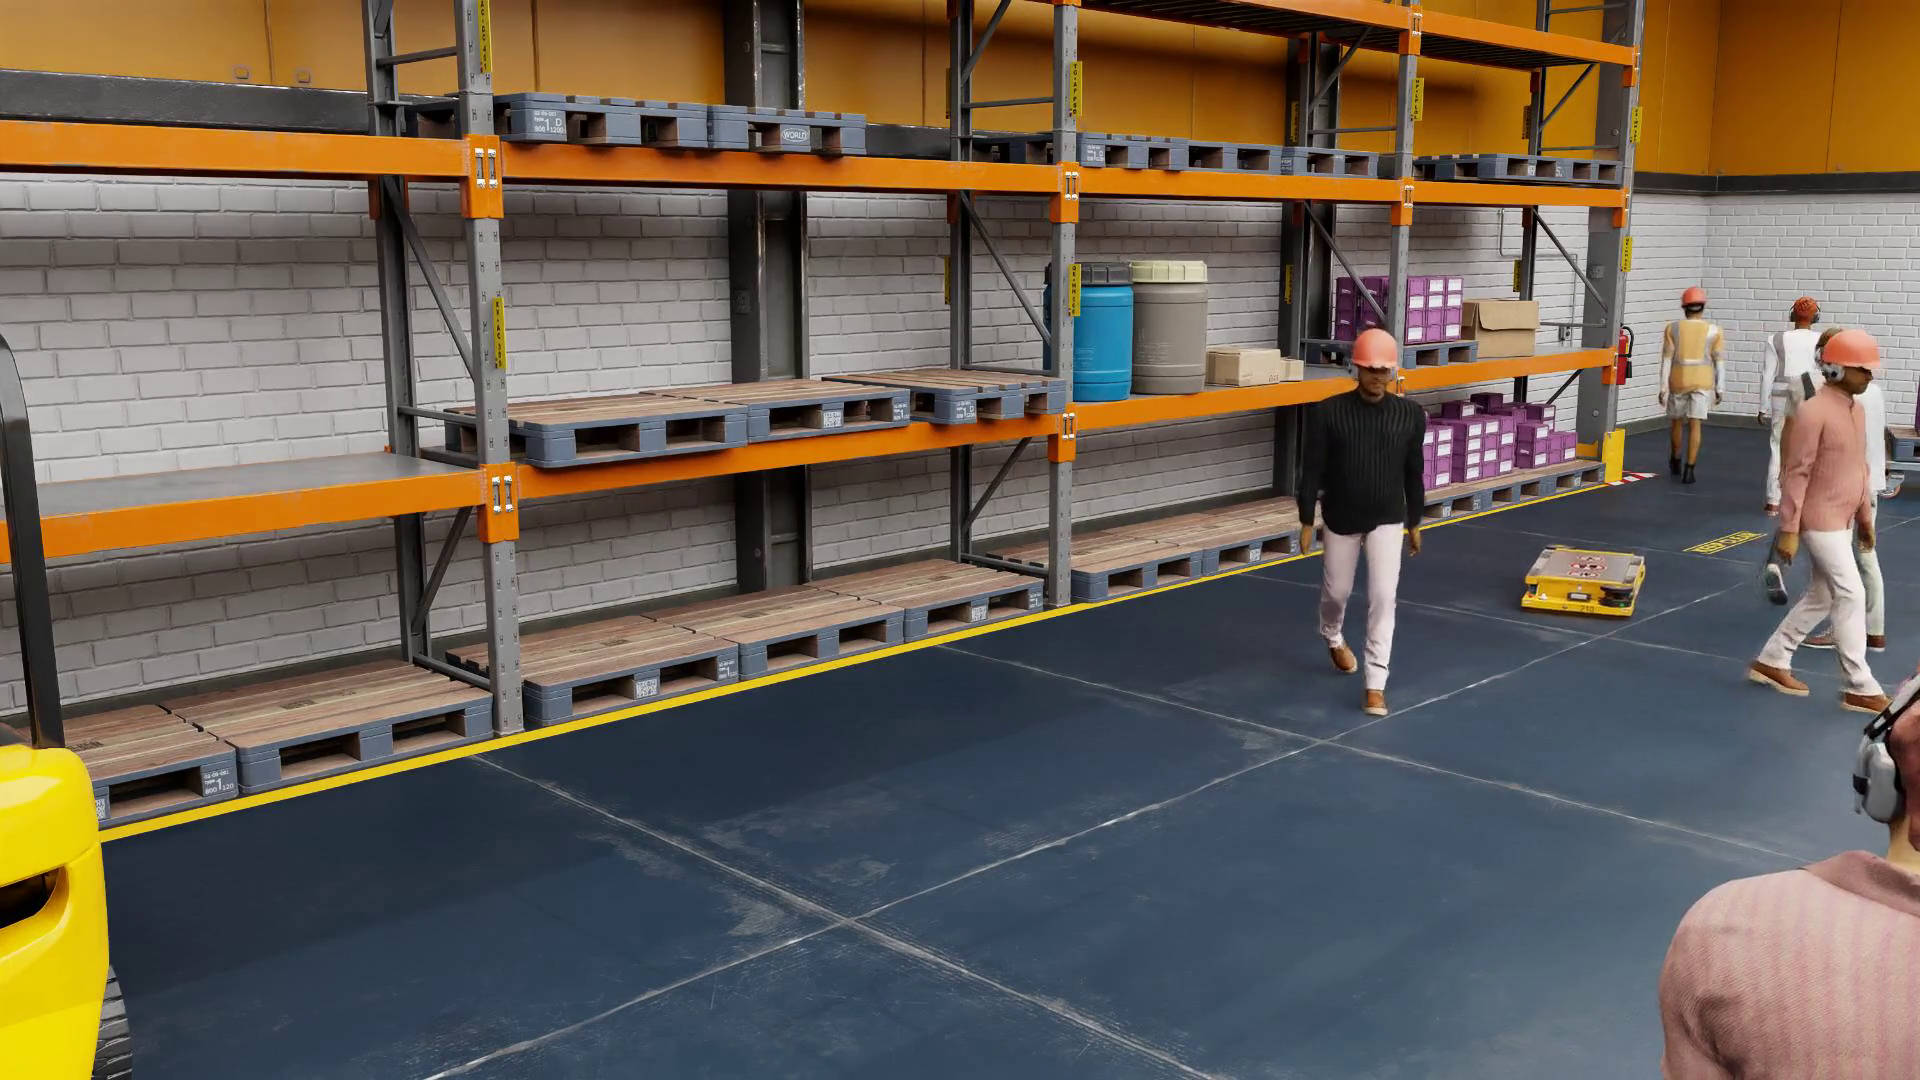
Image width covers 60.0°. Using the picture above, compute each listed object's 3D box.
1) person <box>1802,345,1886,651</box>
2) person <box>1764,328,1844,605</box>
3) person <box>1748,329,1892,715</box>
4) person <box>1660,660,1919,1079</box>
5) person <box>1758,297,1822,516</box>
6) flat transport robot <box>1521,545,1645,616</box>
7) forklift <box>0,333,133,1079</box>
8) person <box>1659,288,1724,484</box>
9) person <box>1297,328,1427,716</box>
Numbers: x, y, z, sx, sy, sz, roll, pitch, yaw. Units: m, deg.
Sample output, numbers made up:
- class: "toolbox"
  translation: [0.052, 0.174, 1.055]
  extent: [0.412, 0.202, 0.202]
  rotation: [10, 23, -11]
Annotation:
- class: "person"
  translation: [5.178, -0.264, 9.633]
  extent: [0.598, 1.840, 0.415]
  rotation: [-7, 12, -32]
- class: "person"
  translation: [5.523, -0.458, 10.768]
  extent: [0.817, 1.821, 0.519]
  rotation: [-8, 13, -38]
- class: "person"
  translation: [4.480, -0.095, 8.477]
  extent: [0.819, 1.939, 0.656]
  rotation: [10, 14, 44]
- class: "person"
  translation: [1.229, 1.072, 2.155]
  extent: [0.641, 1.913, 0.407]
  rotation: [7, 12, 32]
- class: "person"
  translation: [7.166, -1.134, 14.252]
  extent: [0.586, 1.882, 0.340]
  rotation: [5, 11, 24]
- class: "flat transport robot"
  translation: [4.177, 0.254, 11.086]
  extent: [0.652, 0.197, 1.431]
  rotation: [5, 11, 25]
- class: "forklift"
  translation: [-3.289, 0.485, 4.582]
  extent: [1.214, 2.155, 2.313]
  rotation: [-10, 14, -44]
- class: "person"
  translation: [7.223, -1.532, 16.431]
  extent: [0.585, 1.873, 1.005]
  rotation: [4, 11, 22]
- class: "person"
  translation: [2.079, -0.139, 8.669]
  extent: [0.653, 1.951, 0.944]
  rotation: [1, 10, 6]
